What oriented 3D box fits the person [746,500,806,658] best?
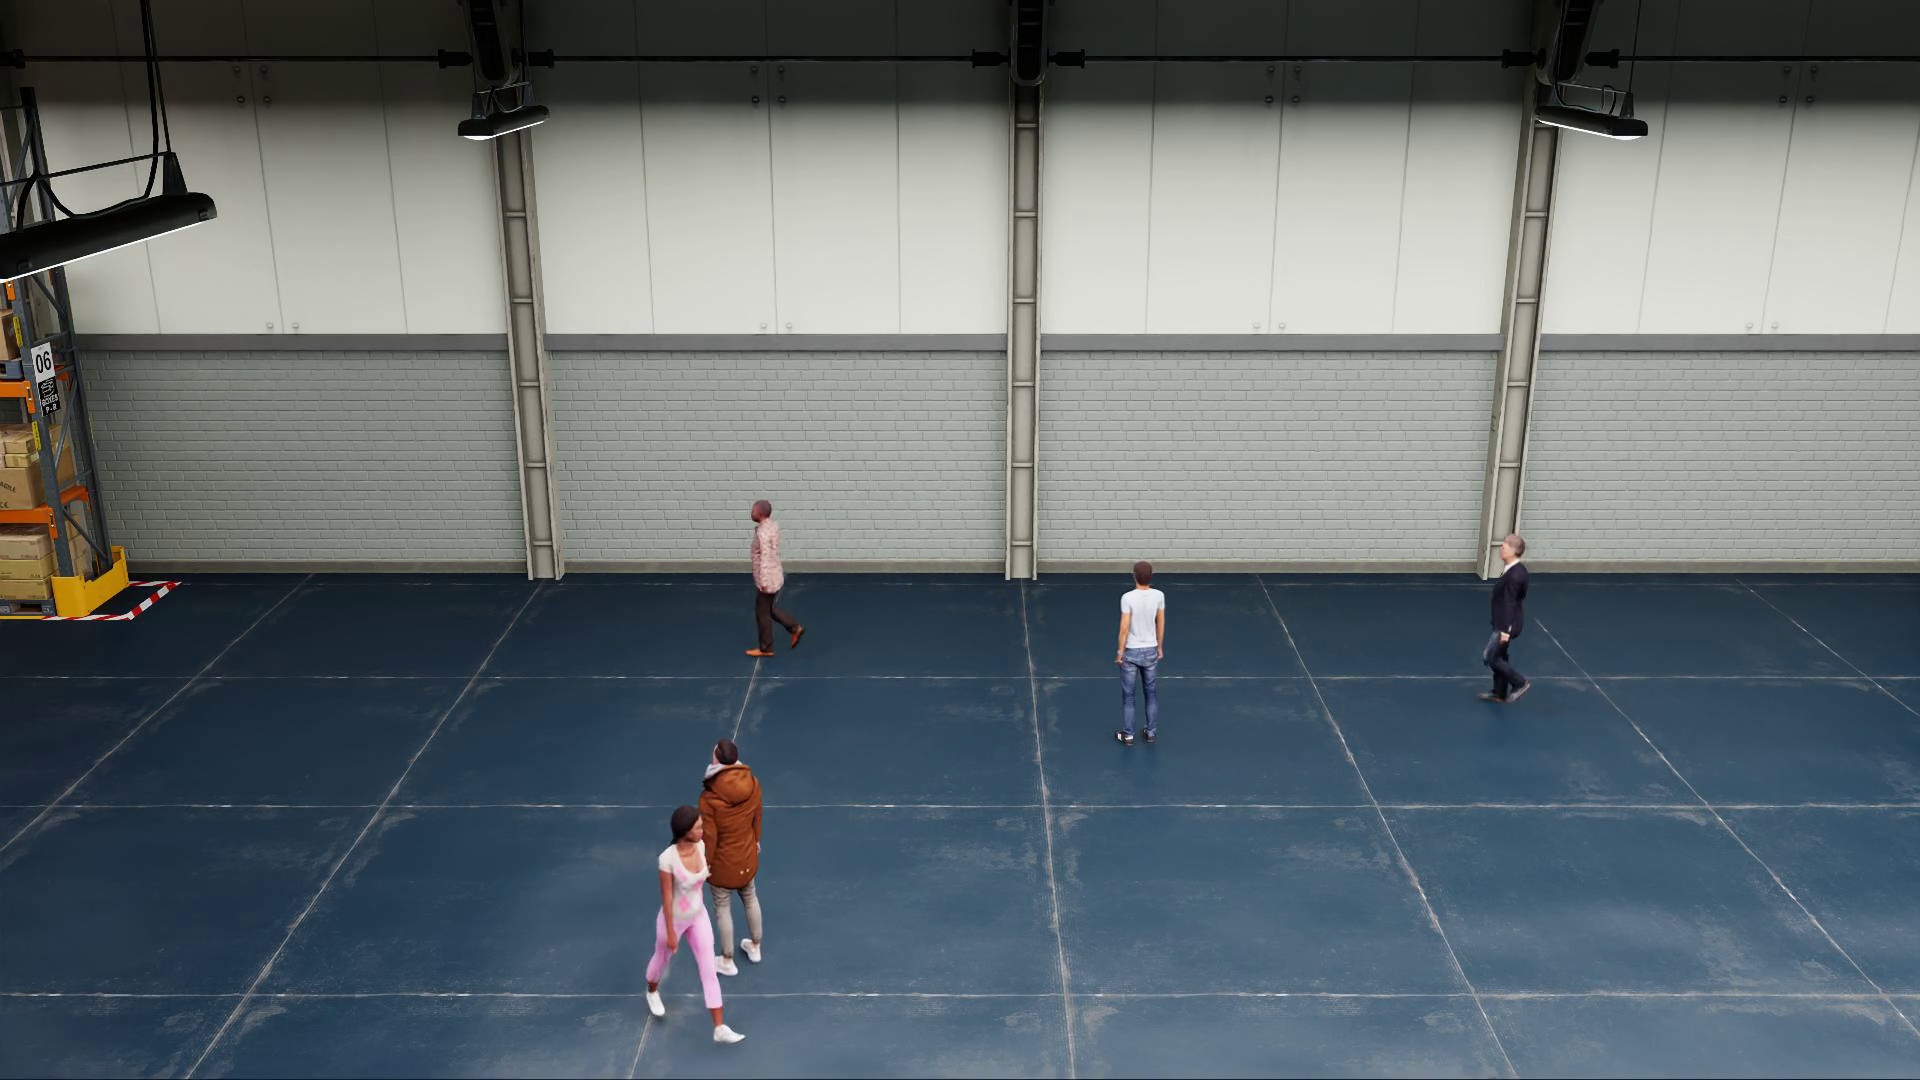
[{"bbox_3d":[-2.020,0.429,18.216,0.908,1.788,0.755,2,18,8],"label":"person"}]

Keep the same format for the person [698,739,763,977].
[{"bbox_3d":[-1.688,2.331,12.294,0.908,1.837,0.848,17,25,42],"label":"person"}]

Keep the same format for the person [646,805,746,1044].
[{"bbox_3d":[-1.985,2.646,11.577,1.145,1.682,1.211,-17,24,-41],"label":"person"}]

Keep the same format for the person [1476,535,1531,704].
[{"bbox_3d":[5.645,0.837,16.936,0.876,1.805,0.845,6,19,18],"label":"person"}]

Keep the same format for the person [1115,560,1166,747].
[{"bbox_3d":[1.745,1.080,16.088,0.580,1.867,0.738,-5,19,-15],"label":"person"}]
